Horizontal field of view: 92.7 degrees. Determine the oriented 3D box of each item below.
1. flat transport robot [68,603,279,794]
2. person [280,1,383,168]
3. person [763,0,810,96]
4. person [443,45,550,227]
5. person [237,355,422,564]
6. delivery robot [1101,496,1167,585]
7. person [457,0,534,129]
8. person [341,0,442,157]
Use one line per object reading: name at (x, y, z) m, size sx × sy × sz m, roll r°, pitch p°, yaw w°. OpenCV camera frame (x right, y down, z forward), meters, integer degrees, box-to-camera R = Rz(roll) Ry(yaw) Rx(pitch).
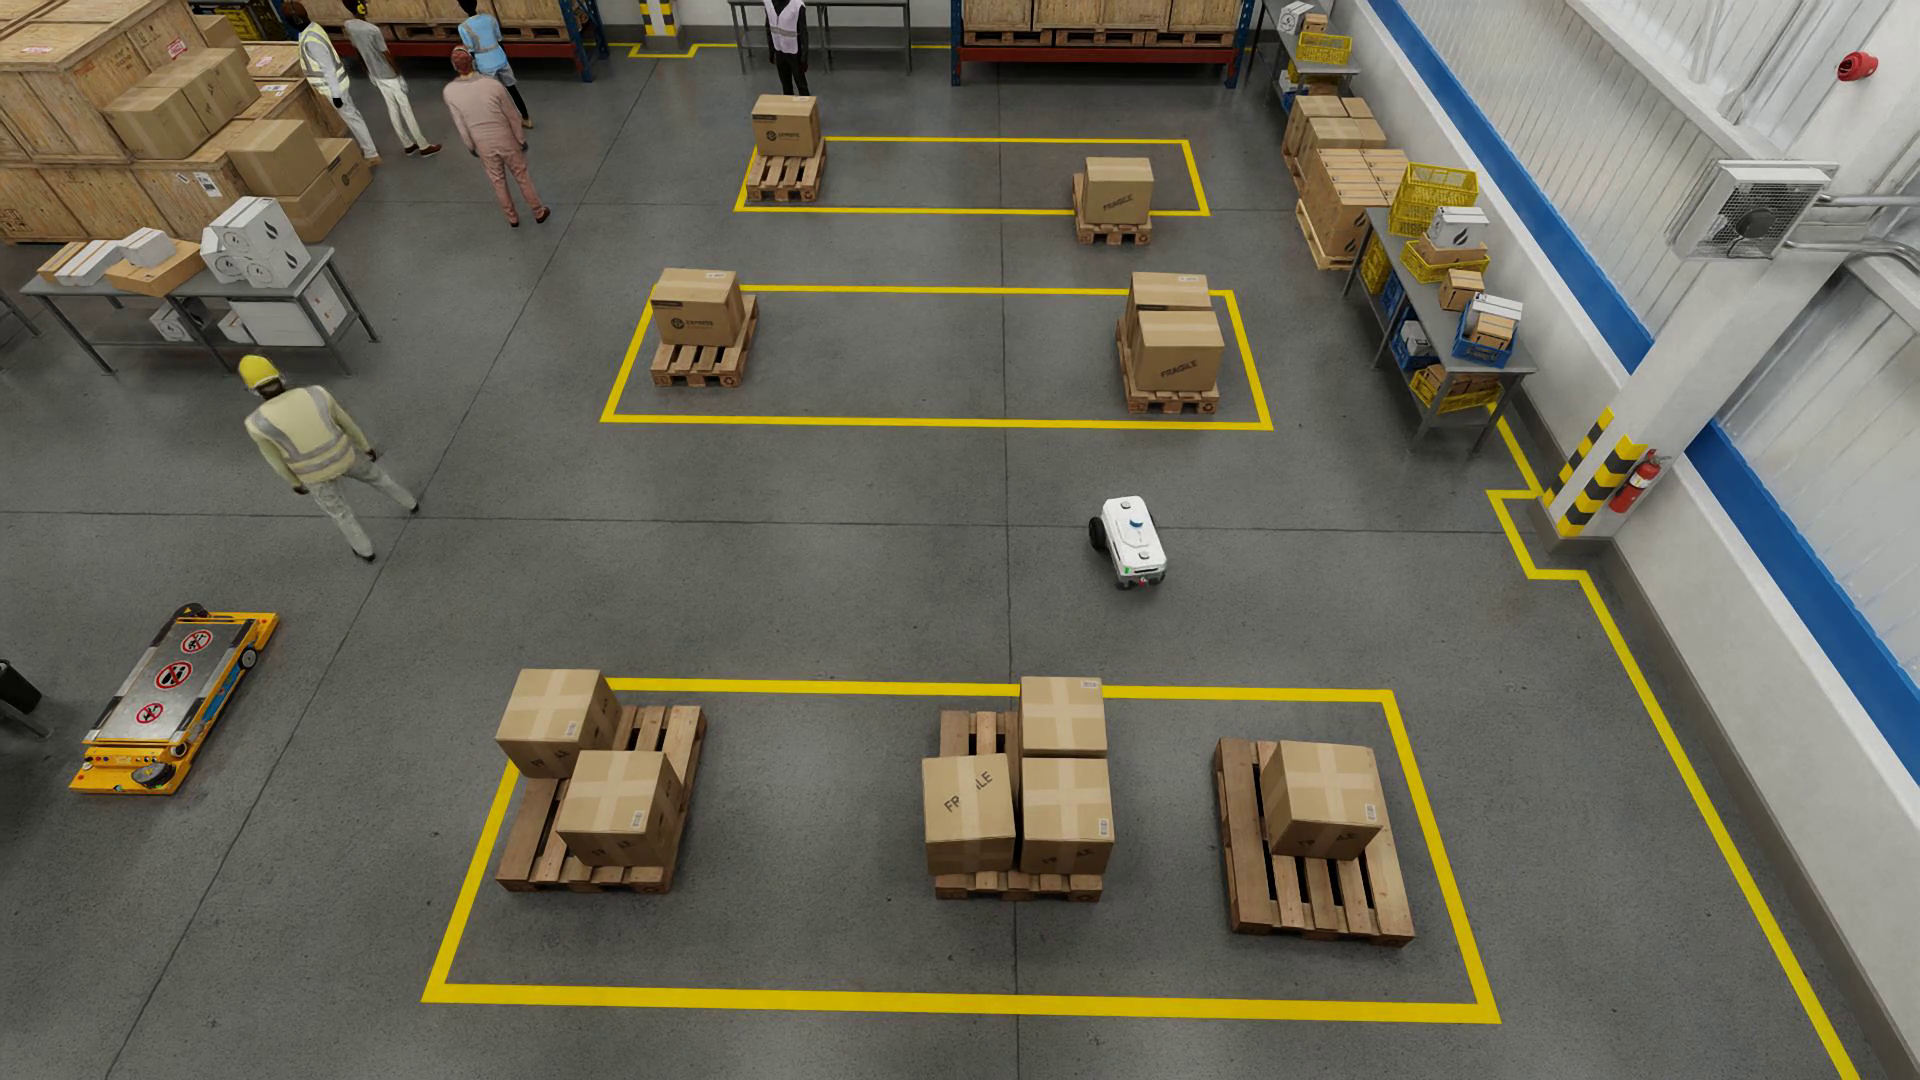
flat transport robot at (-5.504, 1.072, 6.442) m, size 0.652 × 0.197 × 1.431 m, roll 1°, pitch 50°, yaw 1°
person at (-7.463, -5.393, 10.890) m, size 0.429 × 1.842 × 0.633 m, roll -23°, pitch 54°, yaw -18°
person at (-2.130, -6.087, 11.428) m, size 0.593 × 1.919 × 0.392 m, roll 20°, pitch 53°, yaw 16°
person at (-5.049, -4.353, 9.967) m, size 0.637 × 1.911 × 0.406 m, roll -10°, pitch 50°, yaw -8°
person at (-4.766, -0.628, 6.891) m, size 0.470 × 1.800 × 0.679 m, roll 30°, pitch 56°, yaw 23°
delivery robot at (1.343, -0.009, 7.113) m, size 0.477 × 0.478 × 0.707 m, roll -7°, pitch 50°, yaw -6°
person at (-5.847, -5.937, 11.451) m, size 0.321 × 1.688 × 0.535 m, roll 25°, pitch 54°, yaw 20°
person at (-6.905, -5.581, 11.034) m, size 0.520 × 1.868 × 0.335 m, roll 15°, pitch 51°, yaw 12°
